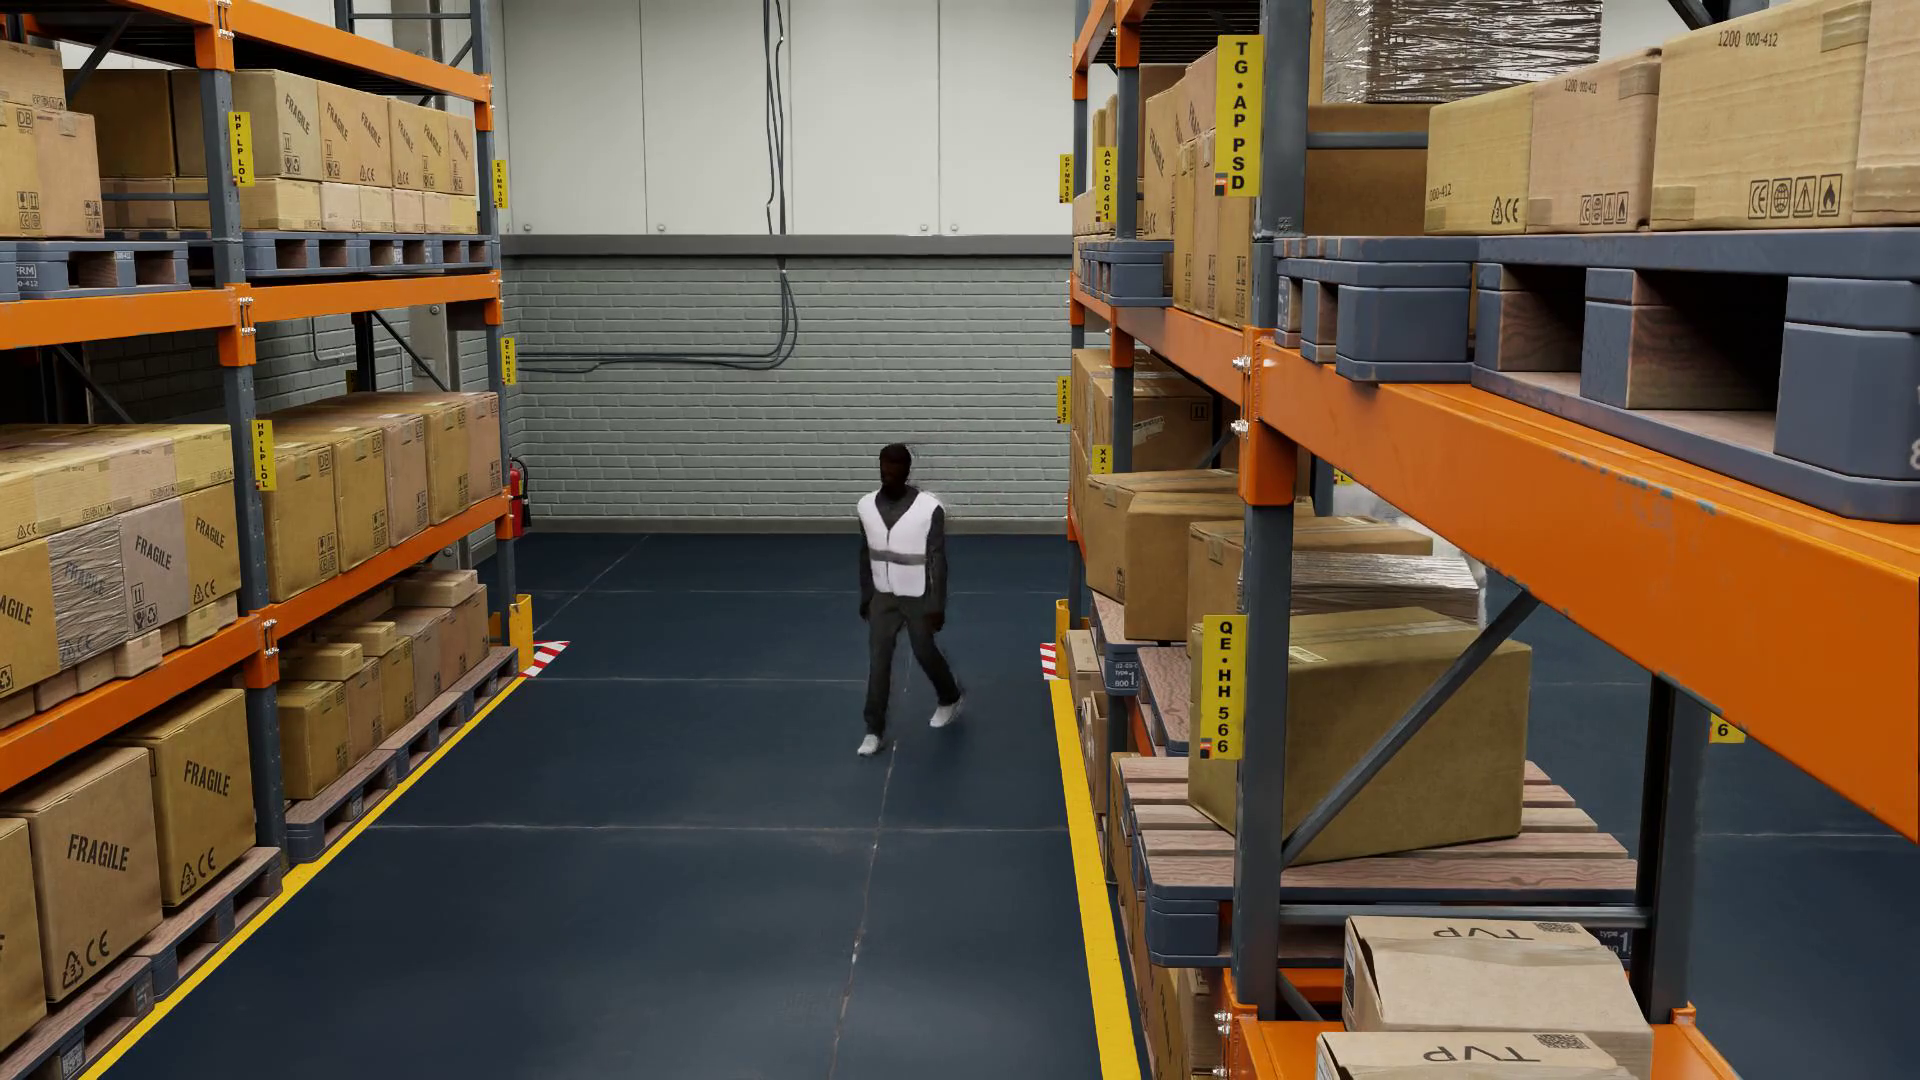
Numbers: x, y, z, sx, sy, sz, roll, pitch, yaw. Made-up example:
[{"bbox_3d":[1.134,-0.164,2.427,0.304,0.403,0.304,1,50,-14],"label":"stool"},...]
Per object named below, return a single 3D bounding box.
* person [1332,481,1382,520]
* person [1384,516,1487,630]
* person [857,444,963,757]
[{"bbox_3d":[2.492,0.241,10.689,0.532,1.827,0.971,-1,10,-4],"label":"person"},{"bbox_3d":[2.320,0.535,8.446,0.617,2.028,0.445,0,10,-2],"label":"person"},{"bbox_3d":[-0.324,0.318,10.151,0.645,1.869,0.975,5,11,26],"label":"person"}]
